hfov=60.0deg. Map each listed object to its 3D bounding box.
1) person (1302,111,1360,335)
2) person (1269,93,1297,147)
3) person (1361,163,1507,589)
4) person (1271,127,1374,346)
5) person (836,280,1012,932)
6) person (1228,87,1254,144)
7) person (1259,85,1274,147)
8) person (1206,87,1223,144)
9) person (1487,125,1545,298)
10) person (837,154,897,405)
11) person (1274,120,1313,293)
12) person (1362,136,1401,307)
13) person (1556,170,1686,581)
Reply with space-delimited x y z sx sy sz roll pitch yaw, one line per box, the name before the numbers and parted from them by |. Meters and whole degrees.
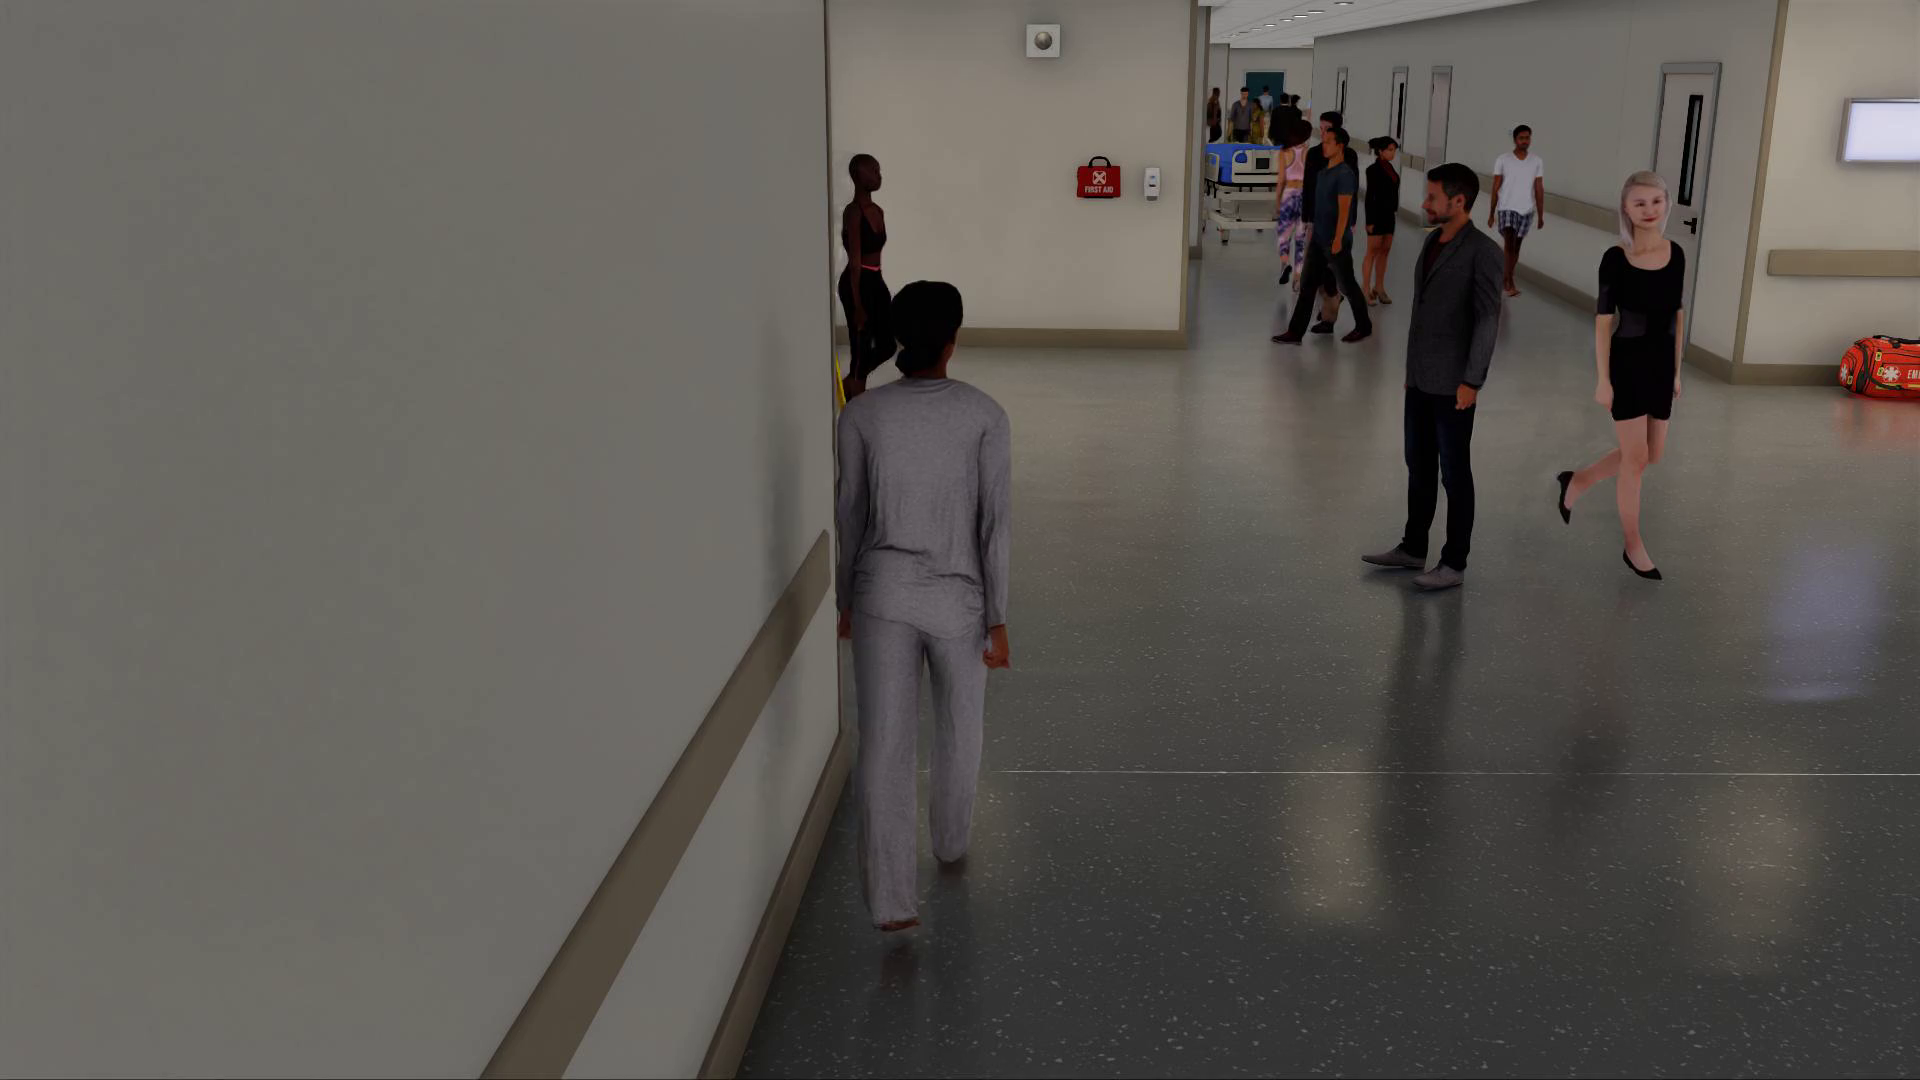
person | 3.277 -2.758 14.532 0.996 1.903 1.027 14 21 40
person | 6.869 -8.581 35.443 1.065 1.762 0.808 3 16 9
person | 2.145 -0.730 7.394 0.762 1.872 0.777 -6 17 -19
person | 3.151 -2.457 13.714 1.251 1.766 0.989 -5 17 -18
person | -0.116 0.204 4.377 1.027 1.711 0.703 2 16 5
person | 6.399 -9.335 37.907 0.900 1.876 0.802 1 16 3
person | 8.938 -12.392 48.895 1.132 1.798 0.742 2 16 7
person | 6.995 -11.686 46.355 0.720 1.778 0.775 0 16 -1
person | 5.641 -3.318 16.926 1.037 1.681 0.737 1 16 4
person | -0.687 -1.520 10.425 0.850 1.748 0.749 8 18 26
person | 3.470 -3.433 17.199 0.819 1.754 0.704 3 16 12
person | 4.113 -3.124 16.318 0.746 1.637 0.694 15 21 42
person | 3.013 -0.742 7.561 0.989 1.805 0.916 -6 17 -20
